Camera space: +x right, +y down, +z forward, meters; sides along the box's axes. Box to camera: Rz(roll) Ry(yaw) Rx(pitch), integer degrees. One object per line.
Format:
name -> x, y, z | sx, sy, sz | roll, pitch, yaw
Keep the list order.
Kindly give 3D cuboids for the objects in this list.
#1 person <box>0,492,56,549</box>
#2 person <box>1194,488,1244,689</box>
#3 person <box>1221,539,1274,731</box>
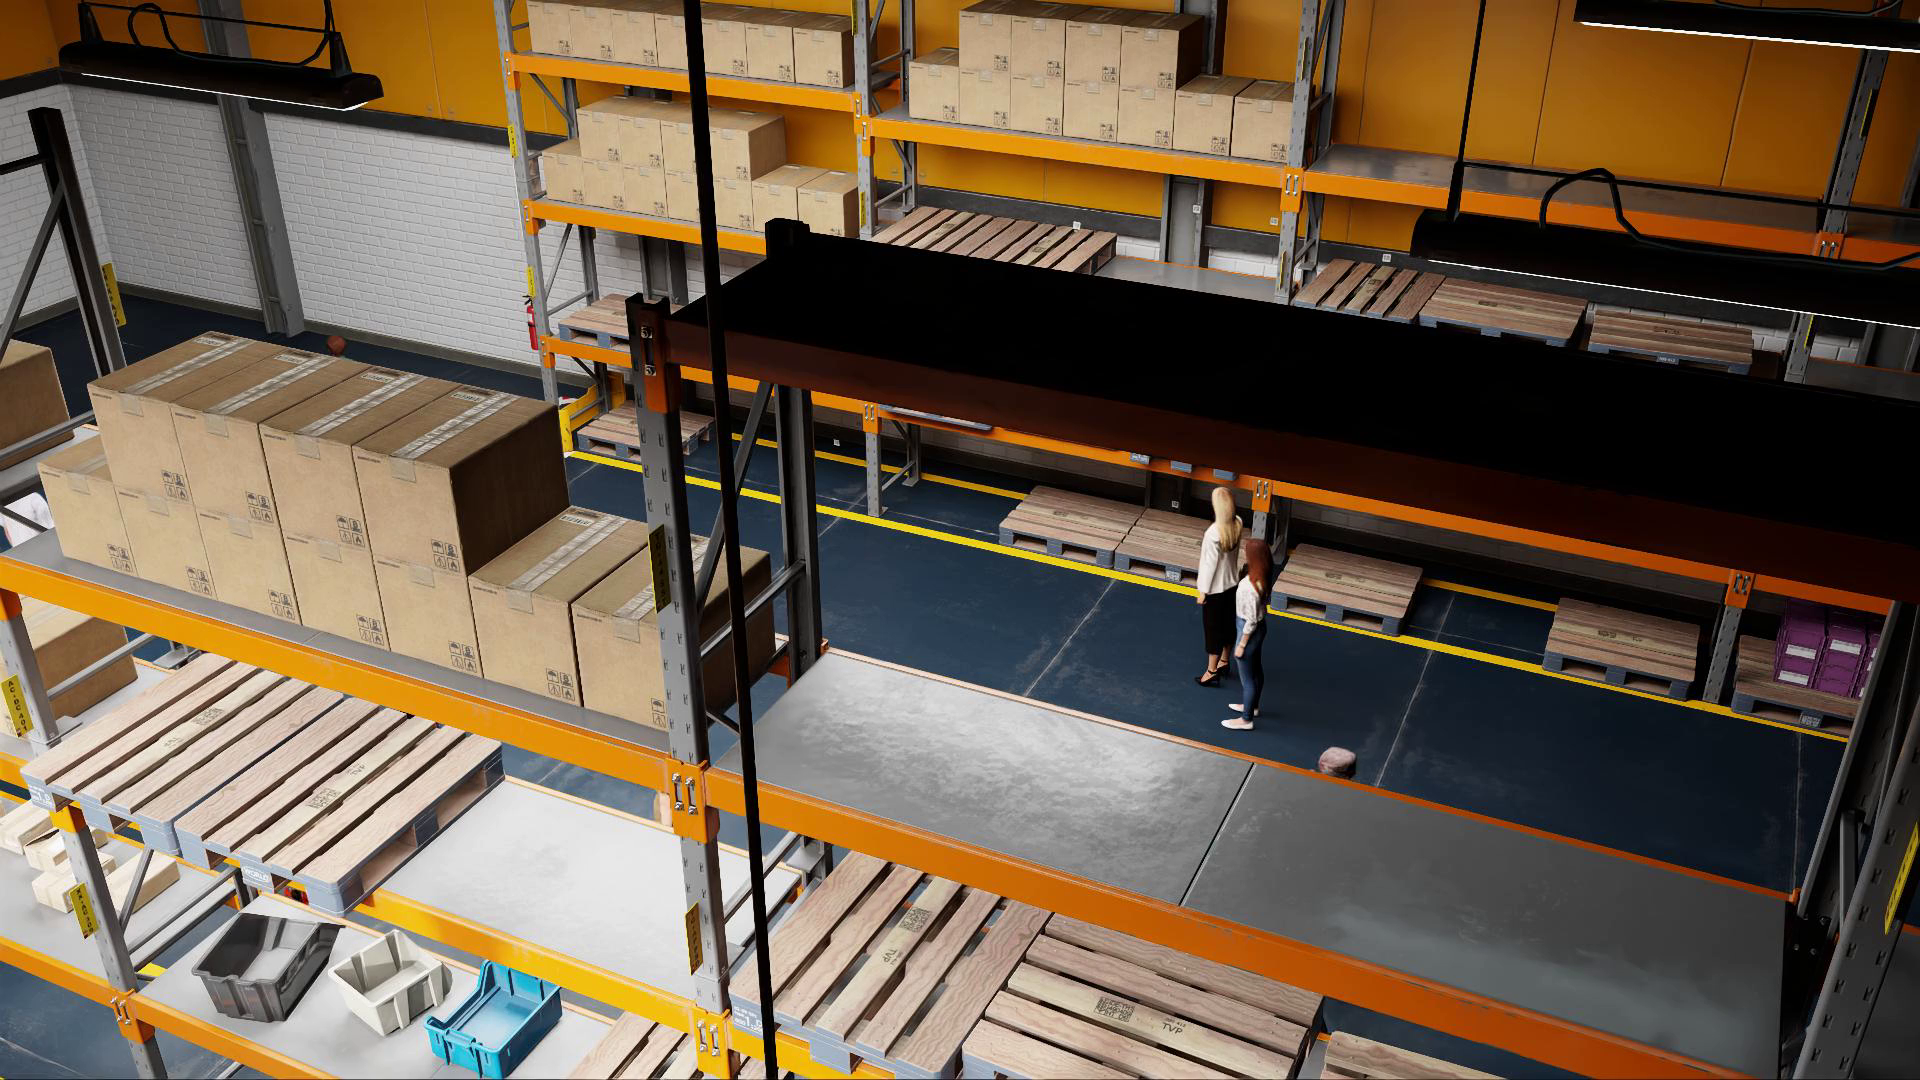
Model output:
person -> -7.987, 0.125, 14.413 | 0.582, 1.888, 0.786 | 5, 29, 10
person -> 2.173, 0.402, 13.937 | 0.636, 1.858, 0.678 | 25, 37, 38
person -> 2.362, 0.749, 13.438 | 0.499, 1.726, 0.575 | 12, 31, 20
